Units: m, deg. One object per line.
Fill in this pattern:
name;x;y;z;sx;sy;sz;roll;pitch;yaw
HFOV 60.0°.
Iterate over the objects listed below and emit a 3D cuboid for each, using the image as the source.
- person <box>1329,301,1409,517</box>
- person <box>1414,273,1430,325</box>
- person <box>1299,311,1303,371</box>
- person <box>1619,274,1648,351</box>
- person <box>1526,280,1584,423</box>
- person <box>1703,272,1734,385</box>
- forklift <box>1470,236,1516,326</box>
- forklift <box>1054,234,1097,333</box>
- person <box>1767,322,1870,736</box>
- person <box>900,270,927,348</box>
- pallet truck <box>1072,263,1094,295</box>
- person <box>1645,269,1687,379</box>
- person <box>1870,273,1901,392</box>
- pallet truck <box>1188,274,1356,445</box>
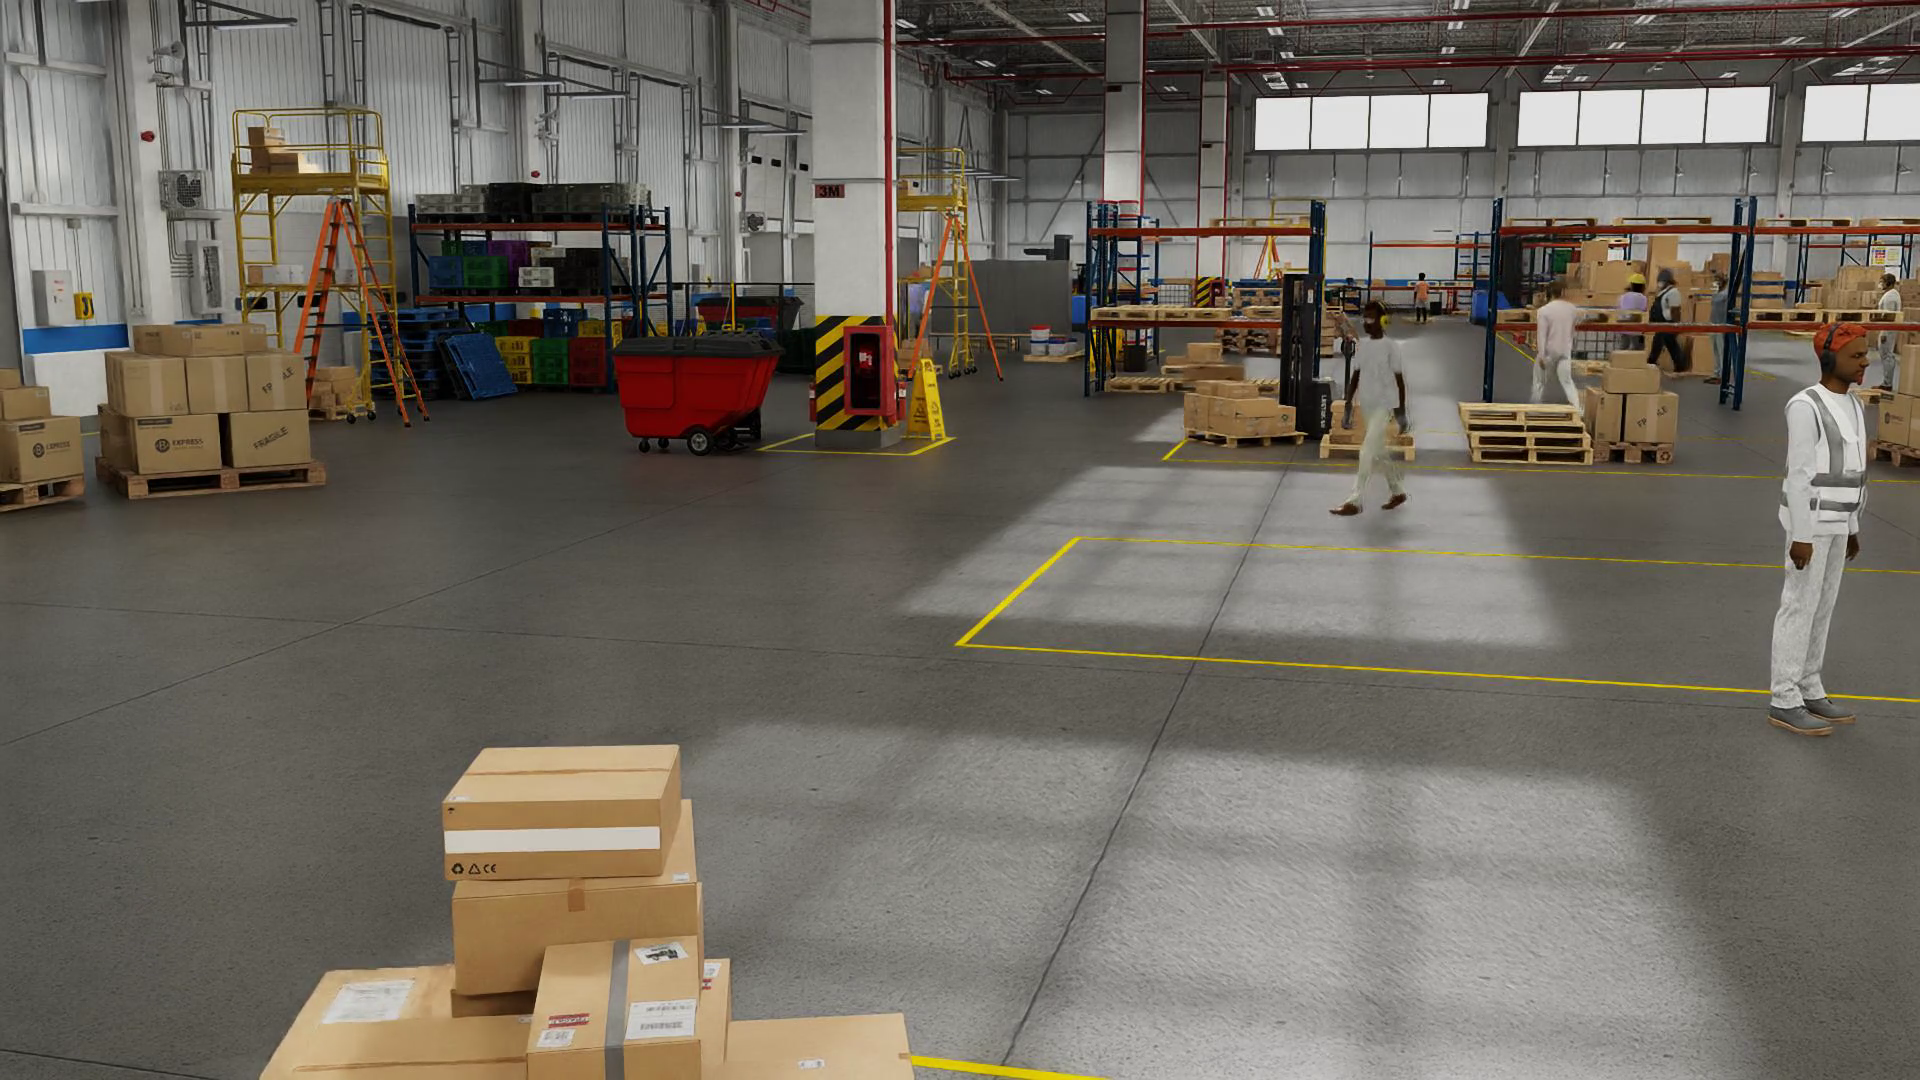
person;3.540;-1.118;14.128;0.992;1.824;0.549;-6;11;-30
person;14.991;-7.833;54.034;0.530;1.689;0.321;-2;10;-13
person;6.676;-4.093;31.874;0.322;1.736;0.487;7;12;35
person;11.411;-3.515;27.981;0.871;1.893;0.612;-4;11;-24
person;7.710;-2.401;21.473;0.643;1.897;1.018;-3;10;-17
person;13.090;-3.635;28.621;0.367;1.932;0.622;0;10;-3
forklift;17.136;-8.126;52.249;1.873;2.768;1.129;1;10;7
forklift;2.934;-7.338;47.610;1.873;2.768;1.129;2;10;14
person;3.977;-0.055;7.662;0.575;1.883;0.355;-9;13;-41
person;-1.098;-5.343;38.769;0.569;1.898;0.857;3;10;17
pallet truck;4.325;-8.180;55.162;0.823;1.965;1.885;6;11;31
person;12.609;-3.889;29.771;1.014;2.000;0.698;2;10;12
person;15.128;-3.384;27.144;0.378;1.931;0.624;6;11;31
pallet truck;3.653;-2.138;19.590;1.885;1.965;0.823;-4;10;-20
